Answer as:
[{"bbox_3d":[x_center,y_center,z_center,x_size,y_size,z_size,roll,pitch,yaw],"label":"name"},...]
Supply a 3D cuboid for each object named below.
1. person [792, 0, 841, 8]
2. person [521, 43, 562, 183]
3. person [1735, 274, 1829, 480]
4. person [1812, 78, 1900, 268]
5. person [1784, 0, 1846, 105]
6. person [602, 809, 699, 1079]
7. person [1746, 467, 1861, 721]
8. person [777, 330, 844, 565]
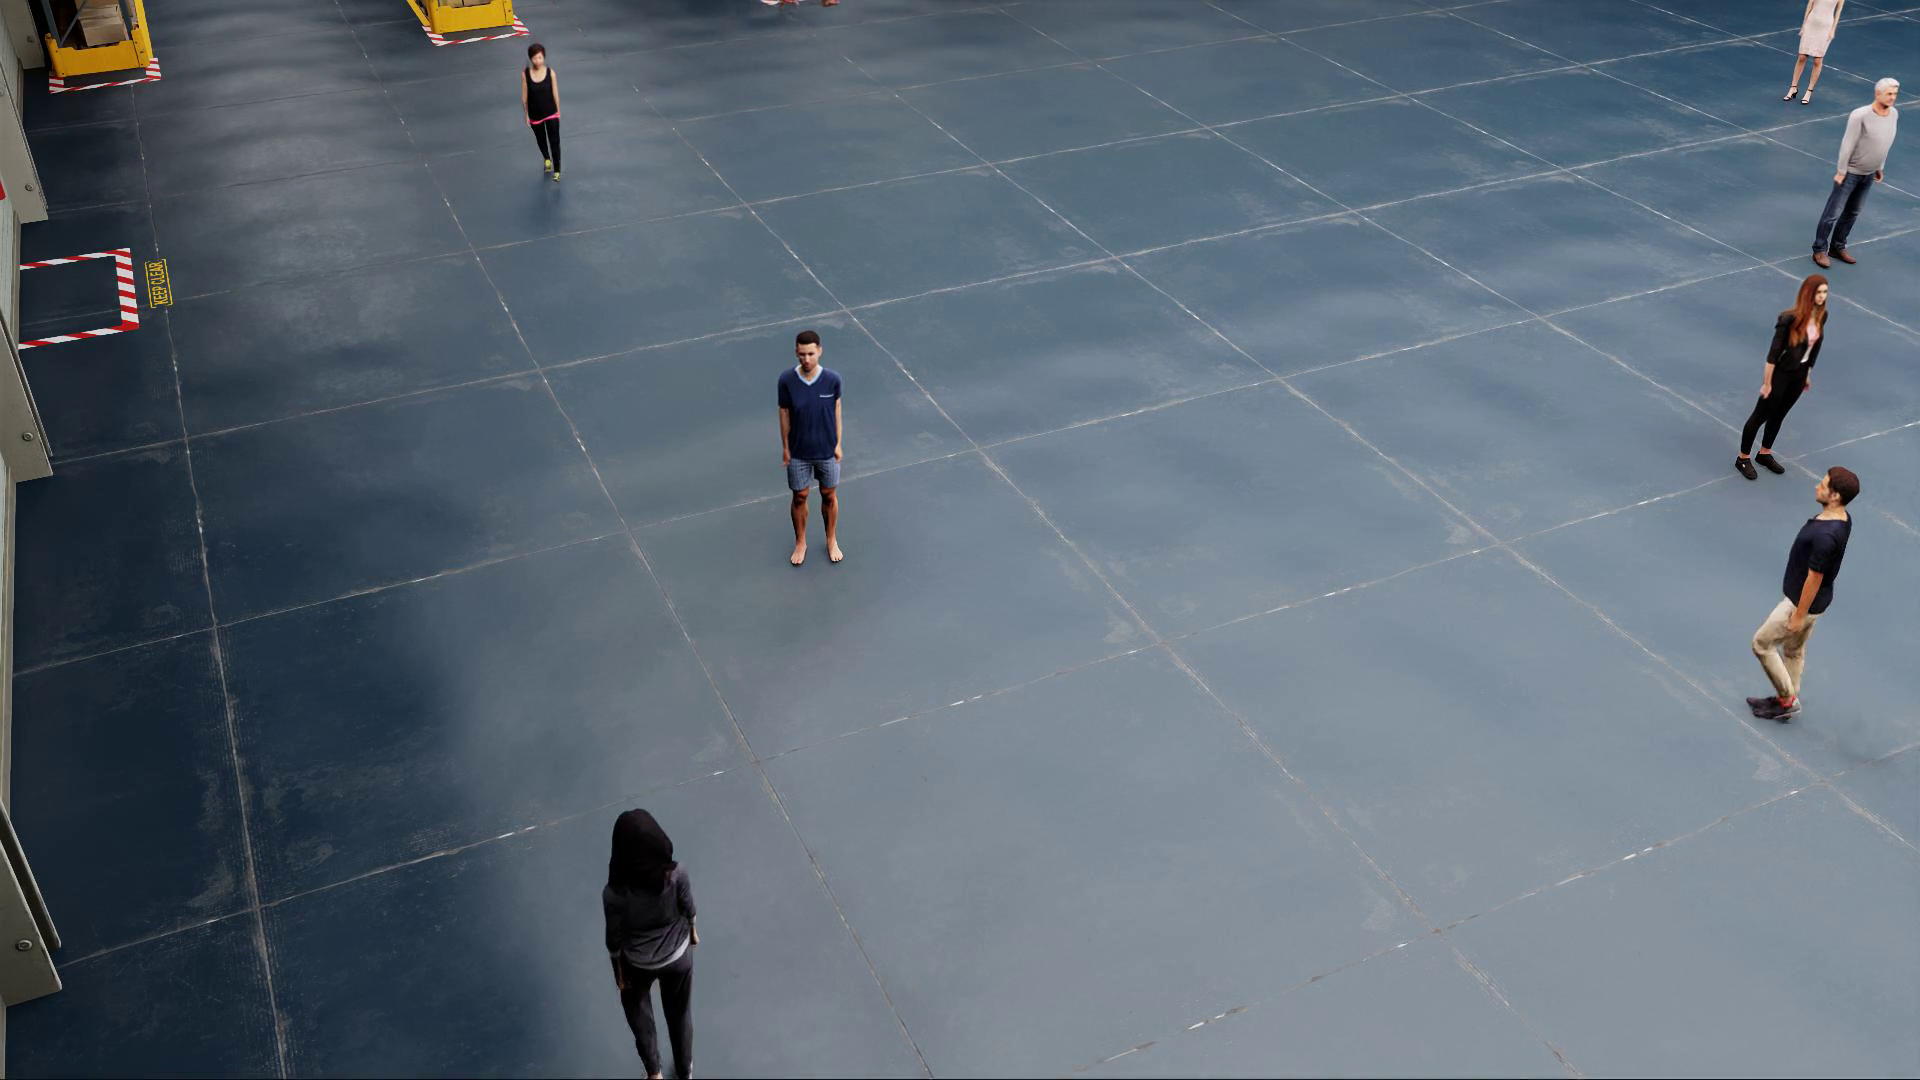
[{"bbox_3d":[-2.199,-8.682,24.527,0.725,1.699,0.986,-11,35,-17],"label":"person"},{"bbox_3d":[-4.722,-4.841,18.801,0.737,1.503,1.094,-5,33,-8],"label":"person"},{"bbox_3d":[6.544,-1.318,13.191,0.632,1.713,0.567,-9,34,-13],"label":"person"},{"bbox_3d":[8.998,-3.705,16.680,0.759,1.911,0.664,-10,34,-14],"label":"person"},{"bbox_3d":[10.825,-6.430,20.945,0.545,1.830,0.685,28,42,36],"label":"person"},{"bbox_3d":[-1.433,2.063,7.961,0.631,1.747,0.651,-10,34,-15],"label":"person"},{"bbox_3d":[5.385,0.406,10.420,0.804,1.845,0.787,20,38,28],"label":"person"},{"bbox_3d":[-1.076,-0.687,12.096,0.681,1.850,0.659,-4,33,-6],"label":"person"}]
